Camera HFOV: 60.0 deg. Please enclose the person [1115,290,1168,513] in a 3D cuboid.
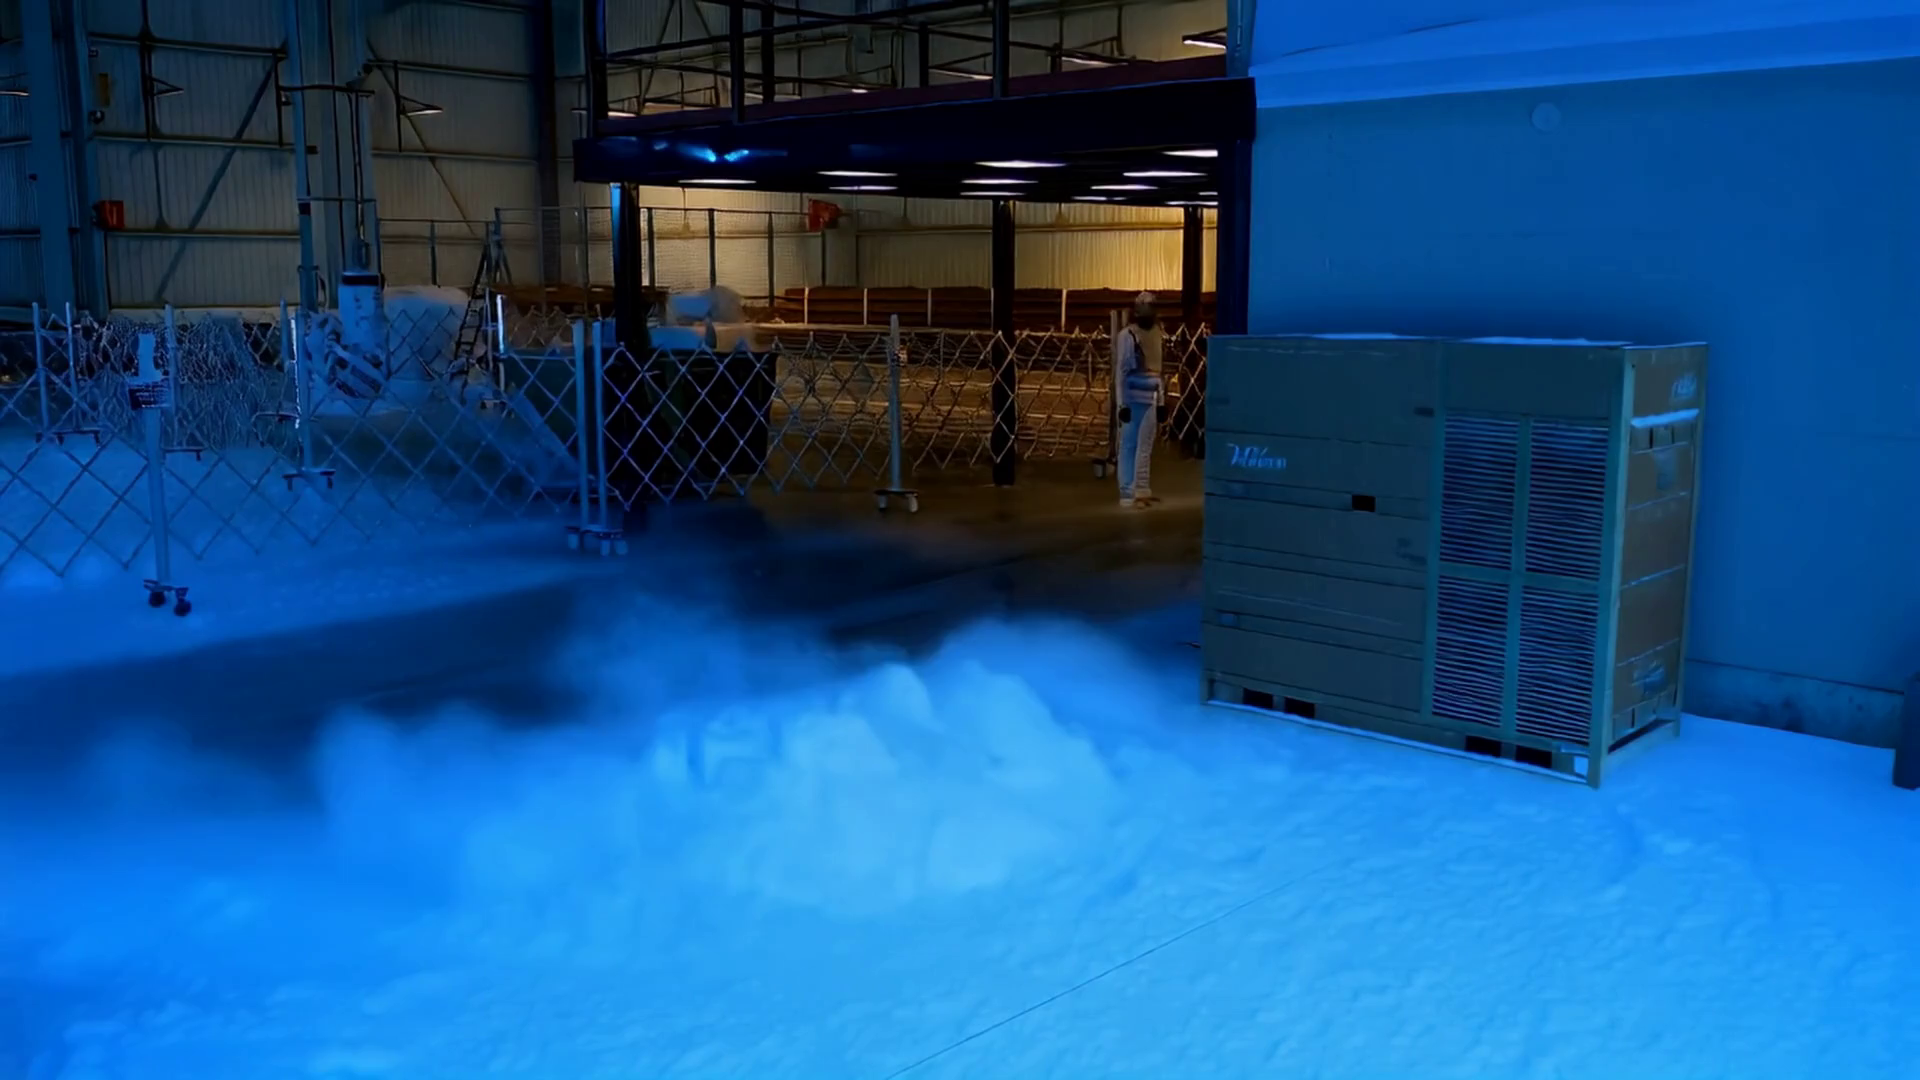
[{"bbox_3d":[1.564,-1.185,14.246,0.355,1.887,0.574,9,13,44],"label":"person"}]
